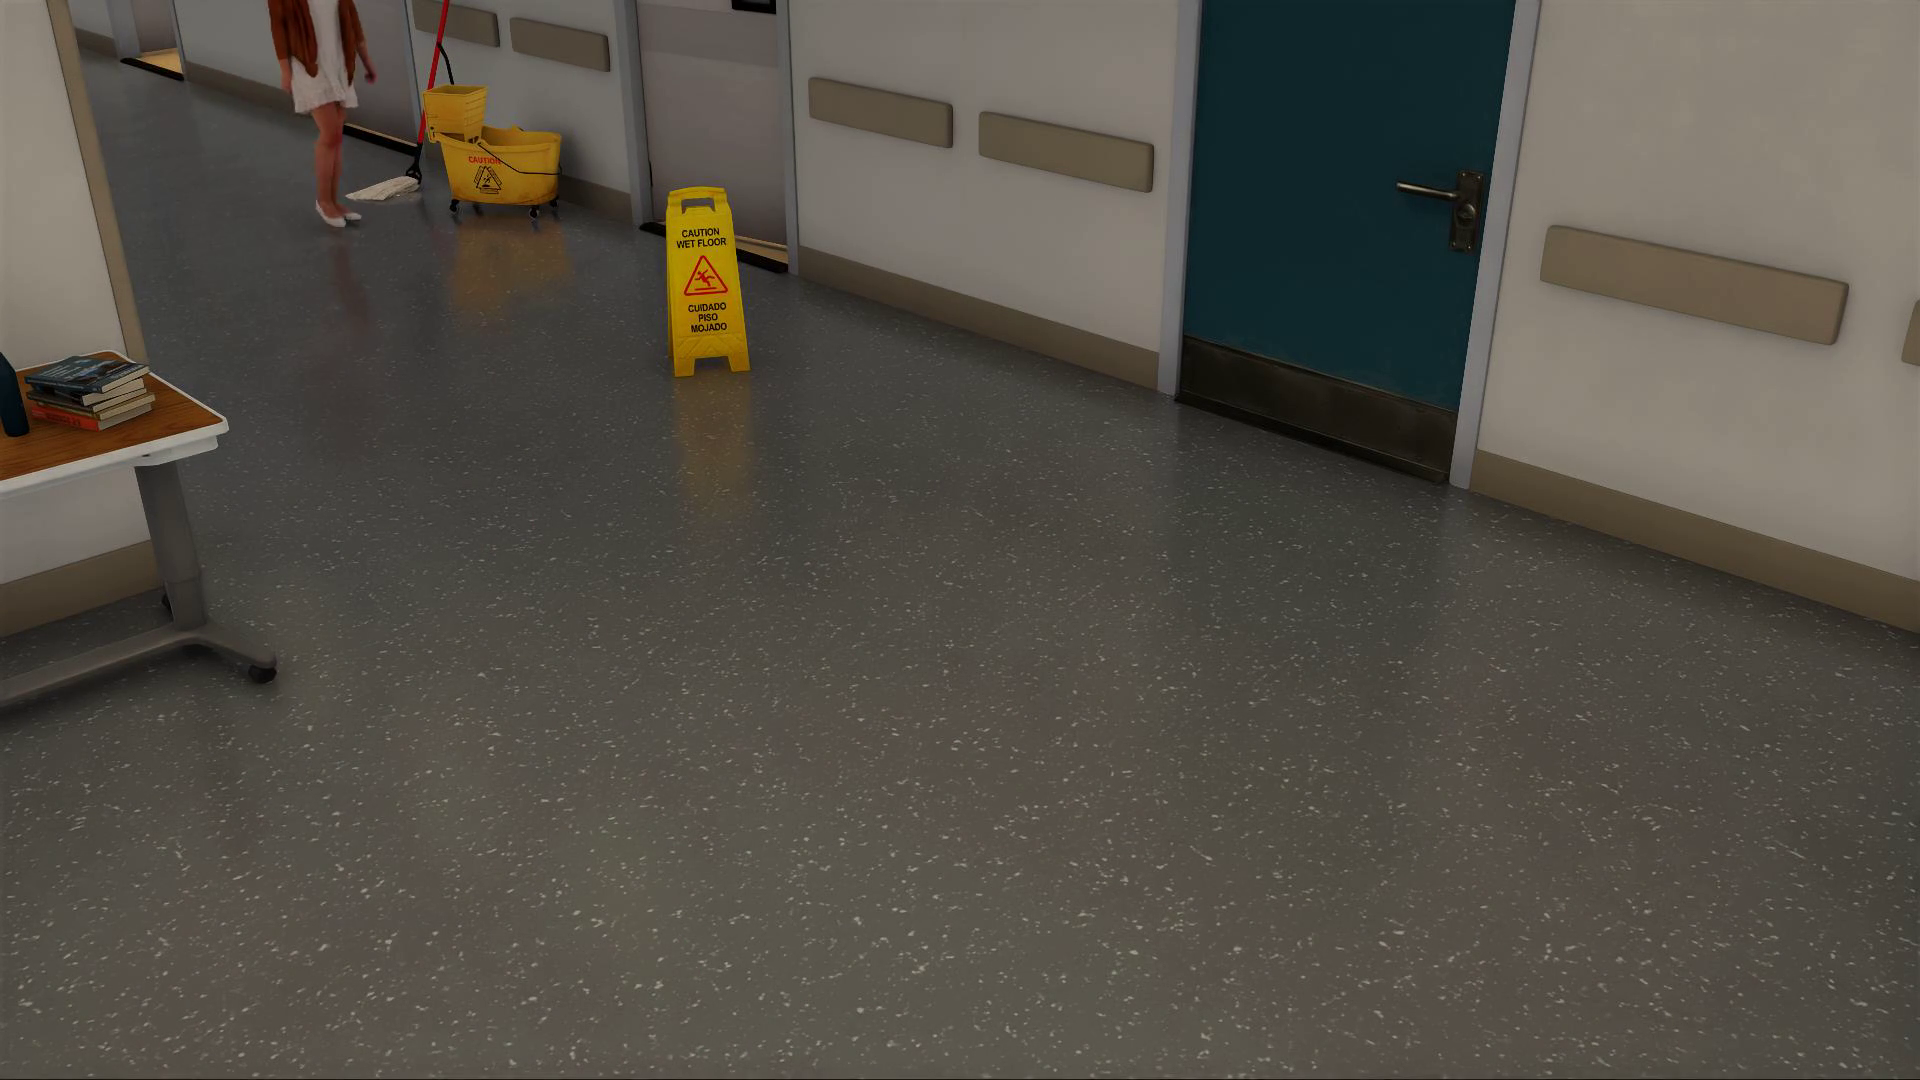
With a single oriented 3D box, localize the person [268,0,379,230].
[{"bbox_3d":[-3.462,-2.534,8.858,0.688,1.696,0.684,15,29,28],"label":"person"}]
